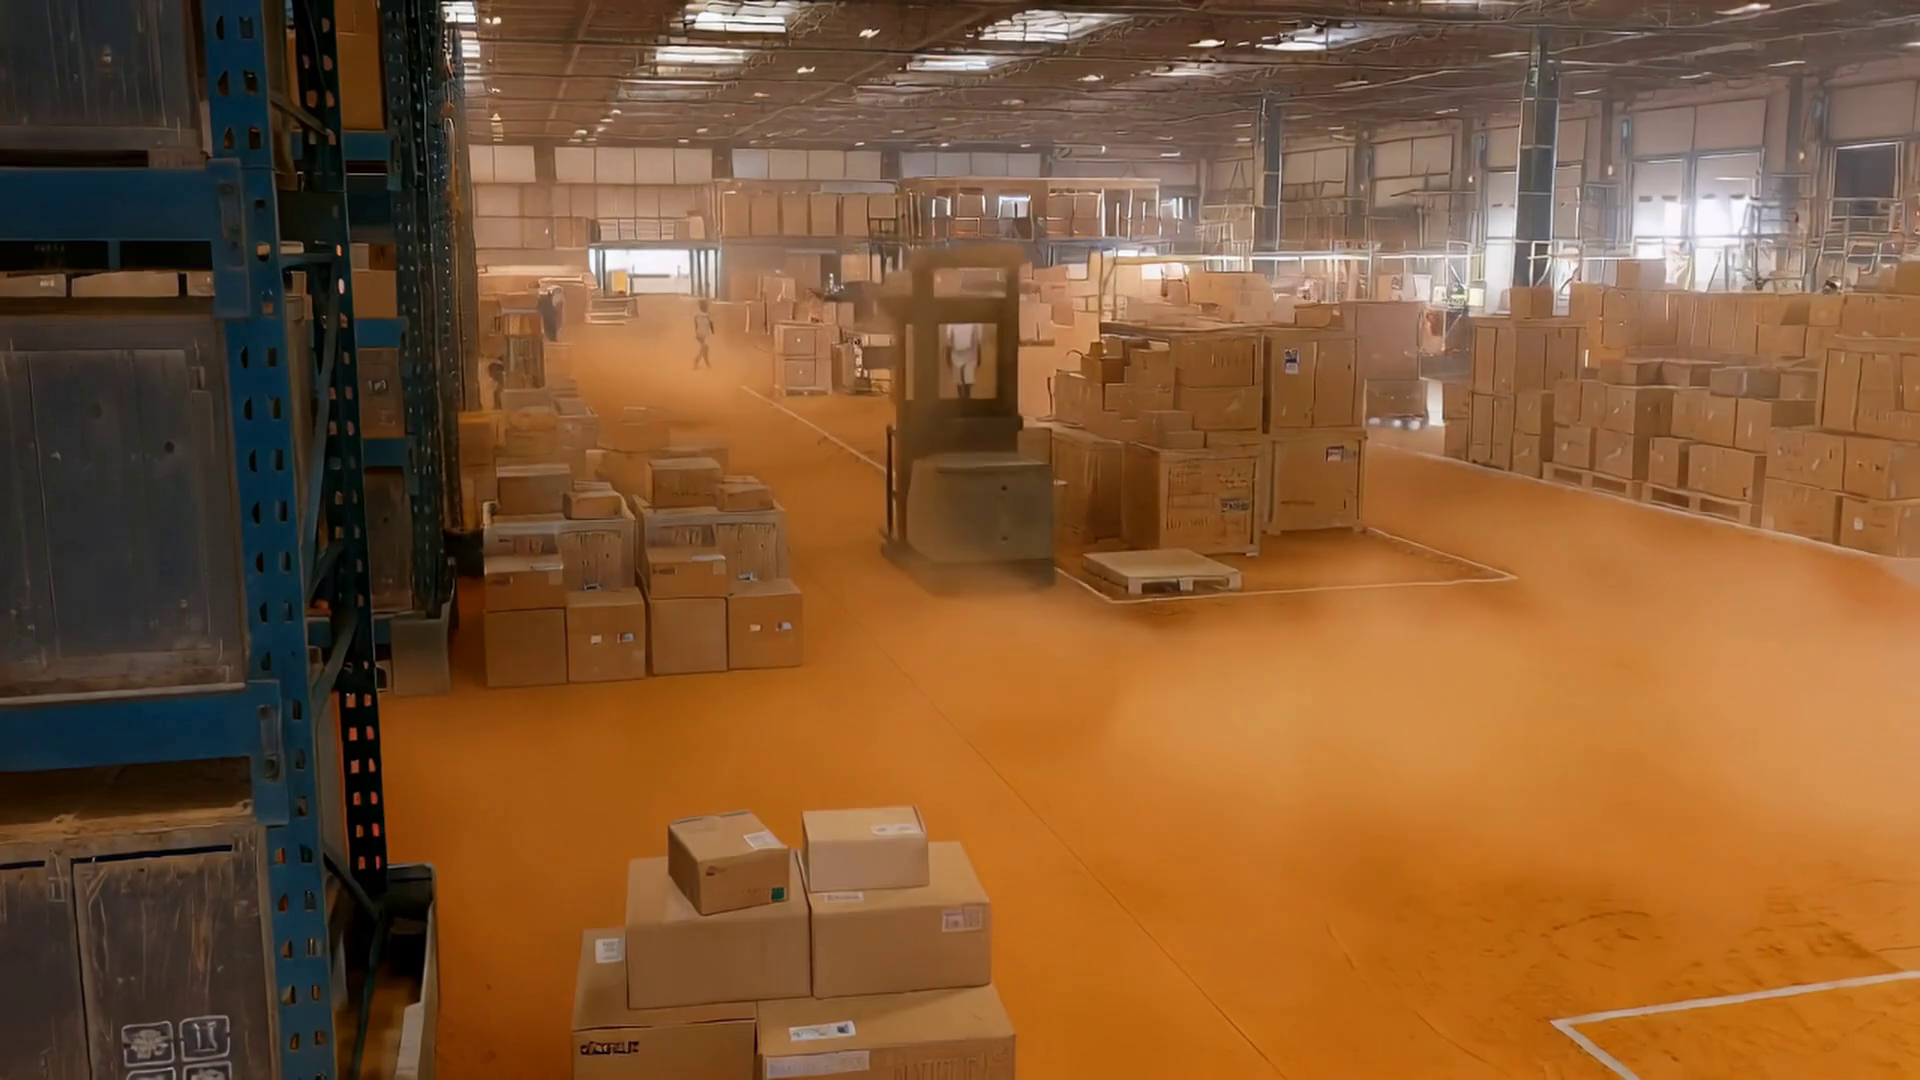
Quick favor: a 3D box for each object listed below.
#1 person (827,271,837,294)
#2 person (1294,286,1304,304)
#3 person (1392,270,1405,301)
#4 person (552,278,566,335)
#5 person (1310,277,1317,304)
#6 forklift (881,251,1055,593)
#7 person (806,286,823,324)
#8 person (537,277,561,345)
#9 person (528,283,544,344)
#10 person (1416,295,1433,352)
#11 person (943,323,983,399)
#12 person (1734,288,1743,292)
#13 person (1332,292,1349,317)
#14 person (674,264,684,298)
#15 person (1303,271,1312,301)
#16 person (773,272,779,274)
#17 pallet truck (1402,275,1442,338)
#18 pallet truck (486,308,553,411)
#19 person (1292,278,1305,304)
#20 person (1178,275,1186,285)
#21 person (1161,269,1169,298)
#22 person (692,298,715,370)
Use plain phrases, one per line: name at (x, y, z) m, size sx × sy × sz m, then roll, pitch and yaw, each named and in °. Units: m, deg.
person at (-4.418, -8.288, 57.522) m, size 0.417 × 2.034 × 0.603 m, roll 0°, pitch 10°, yaw 3°
person at (9.621, -6.330, 47.245) m, size 0.344 × 1.749 × 0.555 m, roll 2°, pitch 10°, yaw 13°
person at (17.379, -9.729, 65.928) m, size 0.542 × 1.939 × 0.364 m, roll -1°, pitch 10°, yaw -4°
person at (-13.107, -7.602, 54.126) m, size 0.565 × 1.849 × 0.425 m, roll -2°, pitch 10°, yaw -9°
person at (12.948, -8.768, 61.044) m, size 0.323 × 1.741 × 0.491 m, roll 0°, pitch 10°, yaw -1°
forklift at (0.062, -1.075, 14.260) m, size 1.129 × 2.768 × 1.873 m, roll -3°, pitch 10°, yaw -15°
person at (-3.391, -5.048, 39.424) m, size 0.360 × 1.938 × 0.546 m, roll 6°, pitch 12°, yaw 31°
person at (-11.560, -6.408, 46.835) m, size 0.696 × 2.000 × 0.691 m, roll 1°, pitch 10°, yaw 7°
person at (-12.247, -6.607, 48.639) m, size 0.616 × 1.807 × 0.723 m, roll 3°, pitch 10°, yaw 16°
person at (10.095, -4.464, 36.493) m, size 0.520 × 1.819 × 0.875 m, roll 1°, pitch 10°, yaw 4°
person at (0.057, -2.898, 27.328) m, size 0.623 × 1.914 × 1.019 m, roll 2°, pitch 10°, yaw 13°
person at (17.631, -4.730, 37.659) m, size 0.650 × 1.924 × 0.588 m, roll -2°, pitch 10°, yaw -10°
person at (7.936, -4.201, 34.683) m, size 0.379 × 1.918 × 0.597 m, roll -4°, pitch 11°, yaw -23°
person at (-15.675, -14.431, 92.750) m, size 0.591 × 1.874 × 0.403 m, roll -2°, pitch 10°, yaw -14°
person at (13.240, -9.265, 63.278) m, size 0.616 × 1.944 × 0.397 m, roll -8°, pitch 13°, yaw -37°
person at (-7.274, -9.620, 65.555) m, size 0.328 × 1.861 × 0.500 m, roll -10°, pitch 14°, yaw -44°
pallet truck at (14.620, -7.324, 52.145) m, size 0.823 × 1.965 × 1.885 m, roll 8°, pitch 13°, yaw 40°
pallet truck at (-6.242, -2.418, 24.362) m, size 0.823 × 1.965 × 1.885 m, roll 1°, pitch 10°, yaw 3°
person at (11.507, -7.966, 56.377) m, size 0.977 × 1.789 × 0.651 m, roll 6°, pitch 12°, yaw 32°
person at (7.247, -7.736, 54.675) m, size 0.368 × 1.928 × 0.585 m, roll 4°, pitch 11°, yaw 19°
person at (8.699, -10.528, 70.456) m, size 0.372 × 1.940 × 0.630 m, roll -1°, pitch 10°, yaw -8°
person at (-5.965, -4.746, 38.454) m, size 0.537 × 1.674 × 0.718 m, roll 8°, pitch 13°, yaw 39°
